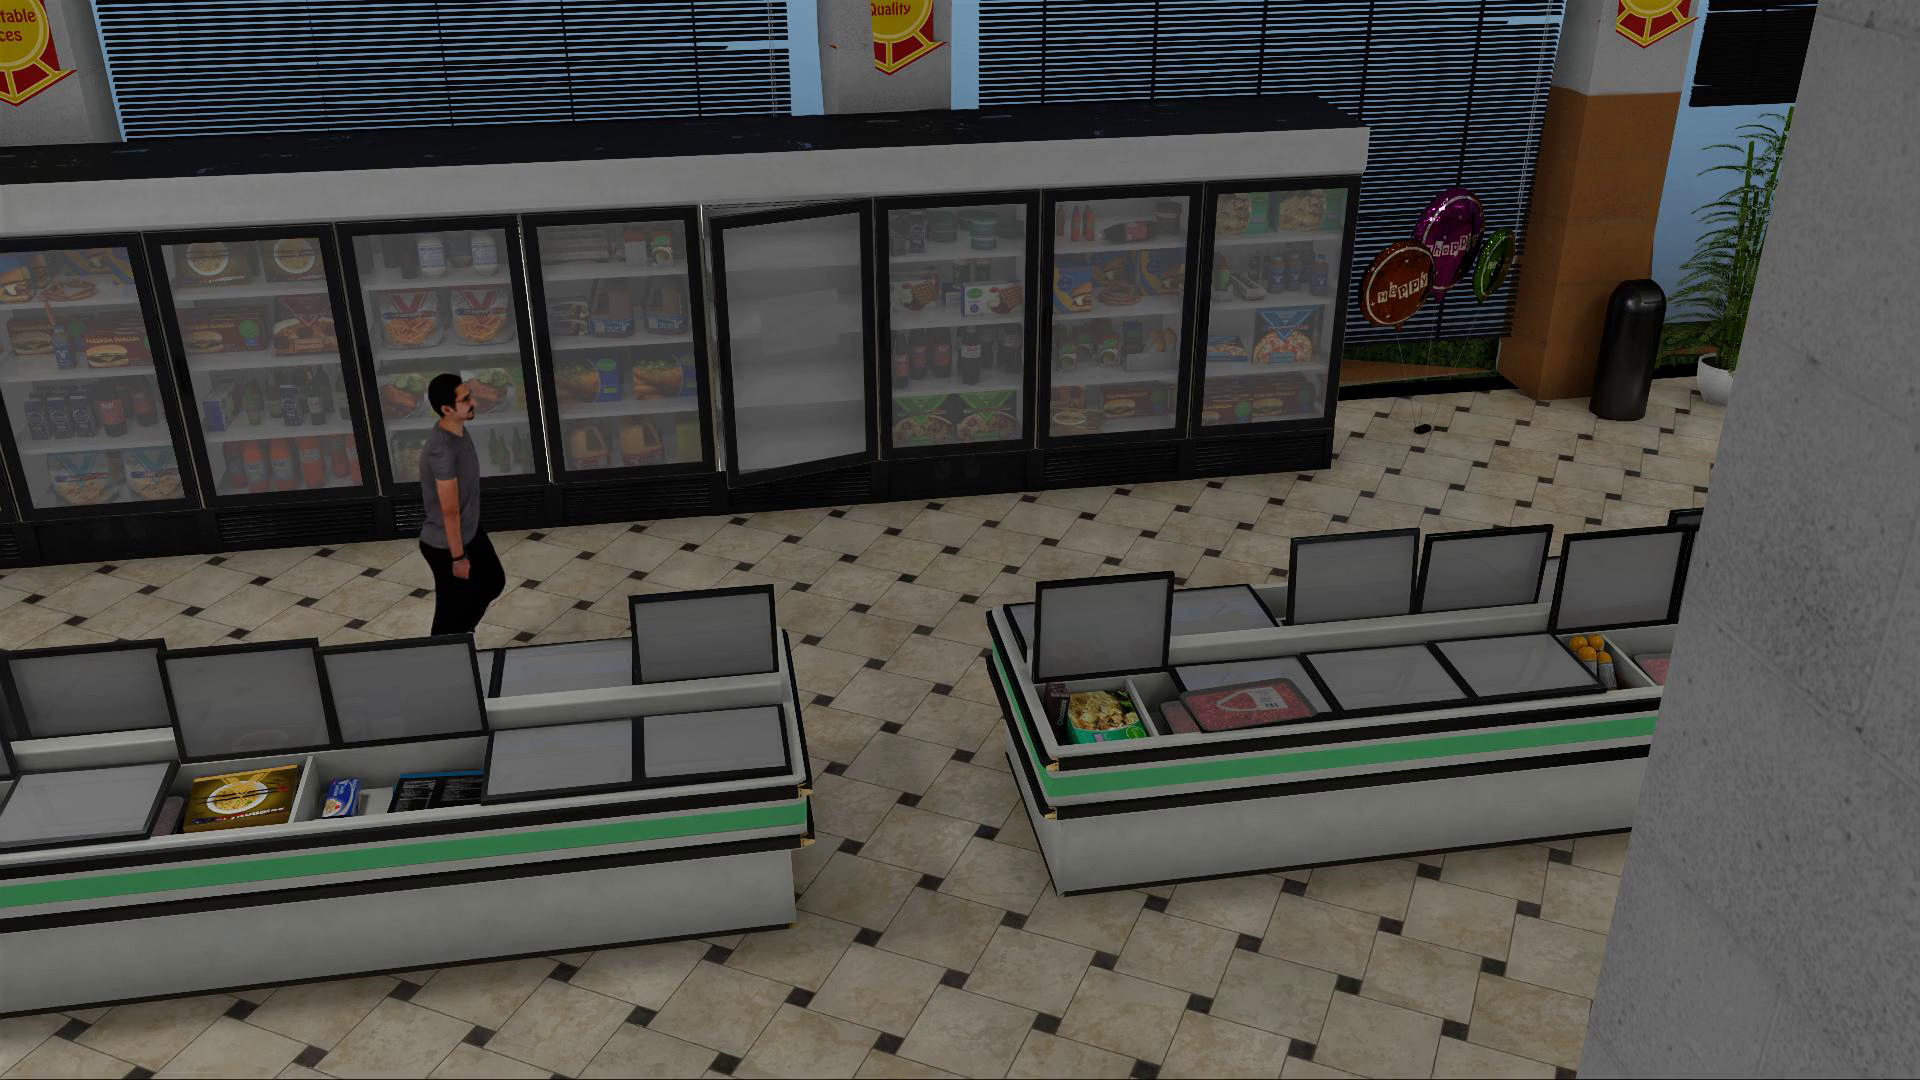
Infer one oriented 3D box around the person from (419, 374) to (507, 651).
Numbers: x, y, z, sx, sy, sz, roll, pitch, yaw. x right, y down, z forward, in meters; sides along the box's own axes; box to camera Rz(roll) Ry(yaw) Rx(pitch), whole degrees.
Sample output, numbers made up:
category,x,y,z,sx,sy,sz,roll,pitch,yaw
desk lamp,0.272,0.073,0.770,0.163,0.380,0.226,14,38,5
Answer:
category,x,y,z,sx,sy,sz,roll,pitch,yaw
person,-2.575,-0.002,8.352,0.647,1.730,0.624,-3,27,-7
